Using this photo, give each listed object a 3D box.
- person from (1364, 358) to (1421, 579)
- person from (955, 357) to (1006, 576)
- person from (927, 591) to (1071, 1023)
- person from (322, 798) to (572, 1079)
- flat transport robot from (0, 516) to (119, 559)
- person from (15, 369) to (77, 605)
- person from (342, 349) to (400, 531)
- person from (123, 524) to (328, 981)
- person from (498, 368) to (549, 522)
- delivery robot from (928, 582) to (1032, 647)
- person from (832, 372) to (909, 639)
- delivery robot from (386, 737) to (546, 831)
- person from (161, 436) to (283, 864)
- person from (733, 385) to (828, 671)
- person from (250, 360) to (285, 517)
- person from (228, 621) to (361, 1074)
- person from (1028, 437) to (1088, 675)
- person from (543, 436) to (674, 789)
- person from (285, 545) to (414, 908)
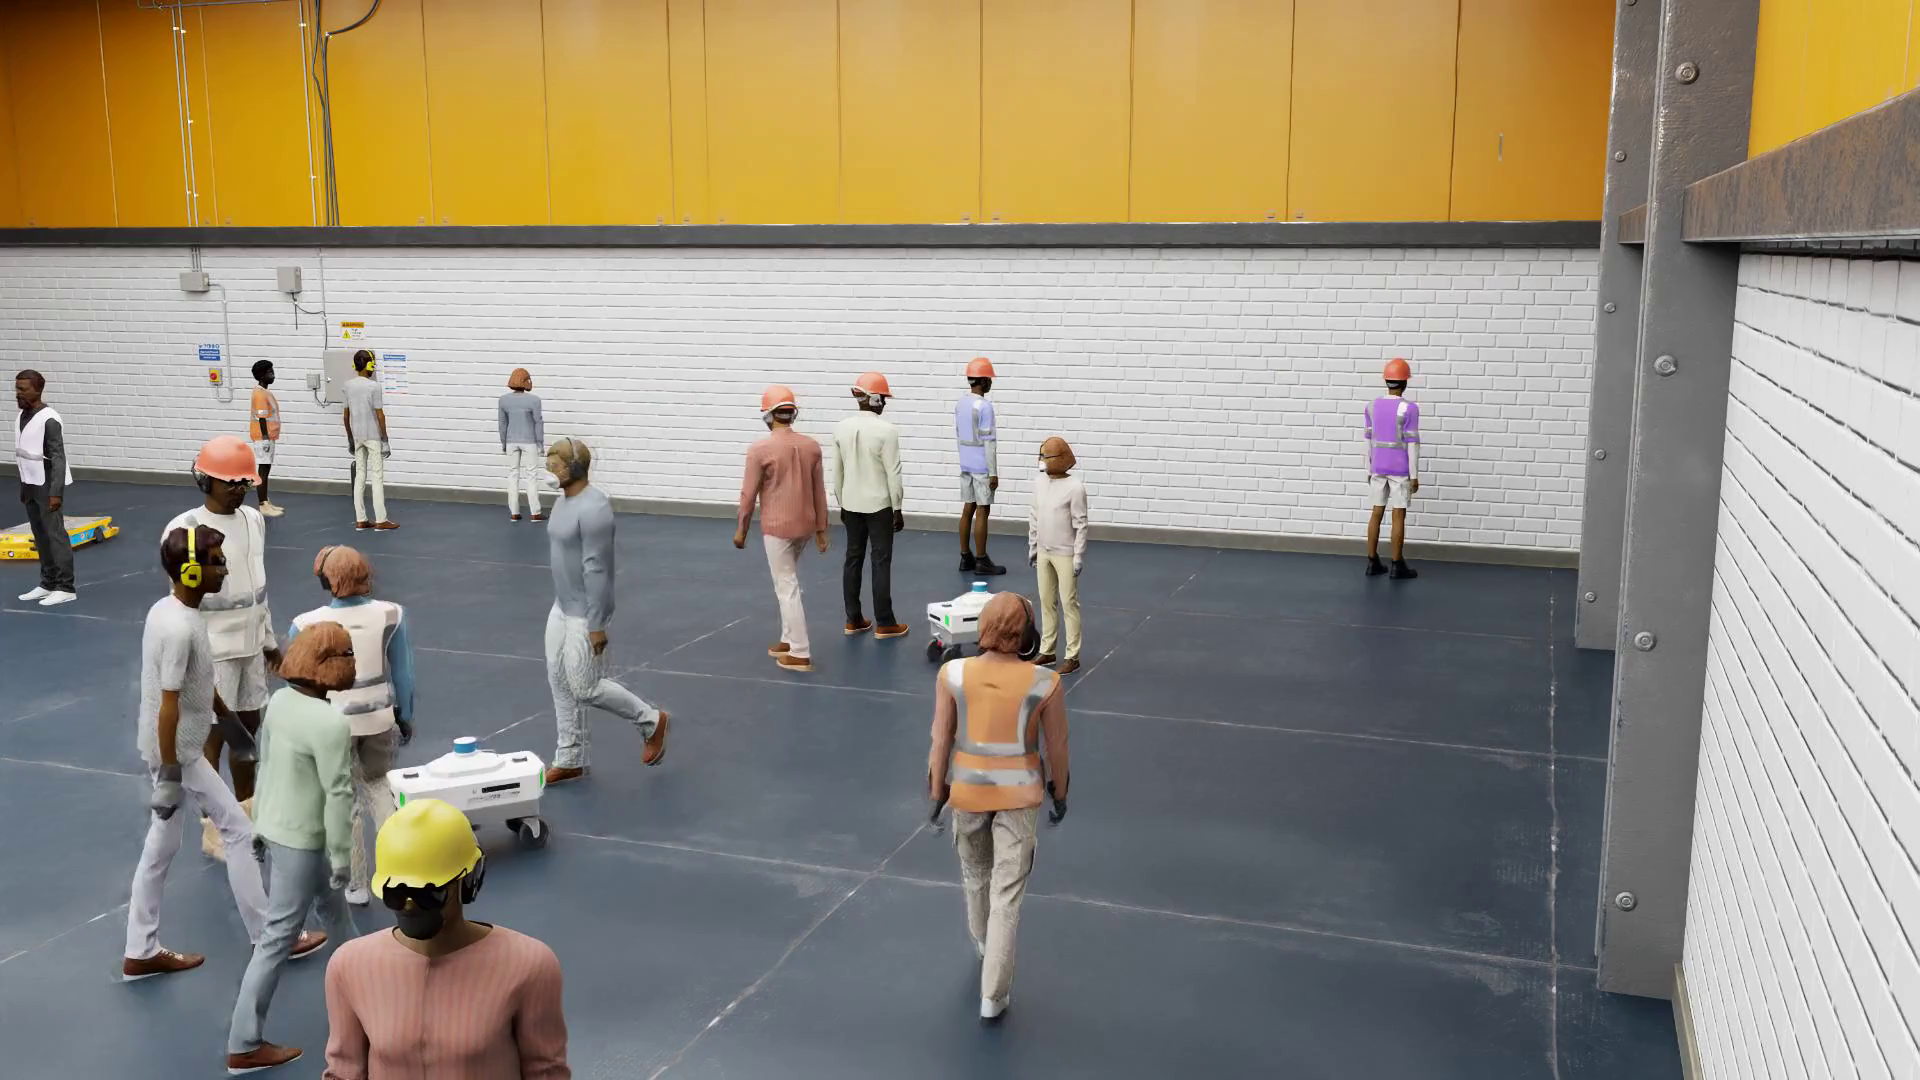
[{"bbox_3d":[3.810,-0.625,14.621,0.354,1.941,0.549,-9,13,-40],"label":"person"},{"bbox_3d":[0.176,-0.654,14.787,0.352,1.940,0.545,-6,12,-31],"label":"person"},{"bbox_3d":[0.175,0.984,6.493,0.530,1.599,0.814,3,10,15],"label":"person"},{"bbox_3d":[-1.119,1.411,3.650,0.531,1.767,0.328,0,10,-2],"label":"person"},{"bbox_3d":[-8.765,-0.037,16.013,0.652,0.197,1.431,0,10,-2],"label":"flat transport robot"},{"bbox_3d":[-7.510,-0.436,13.617,0.596,1.920,0.384,7,12,36],"label":"person"},{"bbox_3d":[-6.061,-1.018,17.056,0.510,1.865,0.329,3,11,19],"label":"person"},{"bbox_3d":[-2.994,0.843,6.672,0.871,1.834,0.534,-6,12,-32],"label":"person"},{"bbox_3d":[-4.636,-1.004,17.618,0.501,1.633,0.283,2,10,12],"label":"person"},{"bbox_3d":[0.137,0.539,11.703,0.707,0.478,0.477,-5,11,-26],"label":"delivery robot"},{"bbox_3d":[-0.664,-0.259,12.430,0.608,1.987,0.391,7,12,34],"label":"person"},{"bbox_3d":[-2.373,1.194,8.014,0.707,0.478,0.477,-5,11,-29],"label":"delivery robot"},{"bbox_3d":[-3.469,0.512,7.960,0.391,2.033,0.605,3,10,15],"label":"person"},{"bbox_3d":[-1.261,-0.083,11.505,0.688,1.959,0.607,9,13,40],"label":"person"},{"bbox_3d":[-7.500,-1.099,17.976,0.320,1.695,0.537,-3,11,-18],"label":"person"},{"bbox_3d":[-2.322,1.077,6.068,0.876,1.574,0.512,-10,14,-43],"label":"person"},{"bbox_3d":[0.654,0.105,11.375,0.276,1.631,0.507,-9,13,-40],"label":"person"},{"bbox_3d":[-1.980,0.386,8.992,0.716,1.917,0.636,-6,12,-31],"label":"person"},{"bbox_3d":[-2.692,0.822,7.345,0.516,1.626,0.388,-10,14,-44],"label":"person"}]
